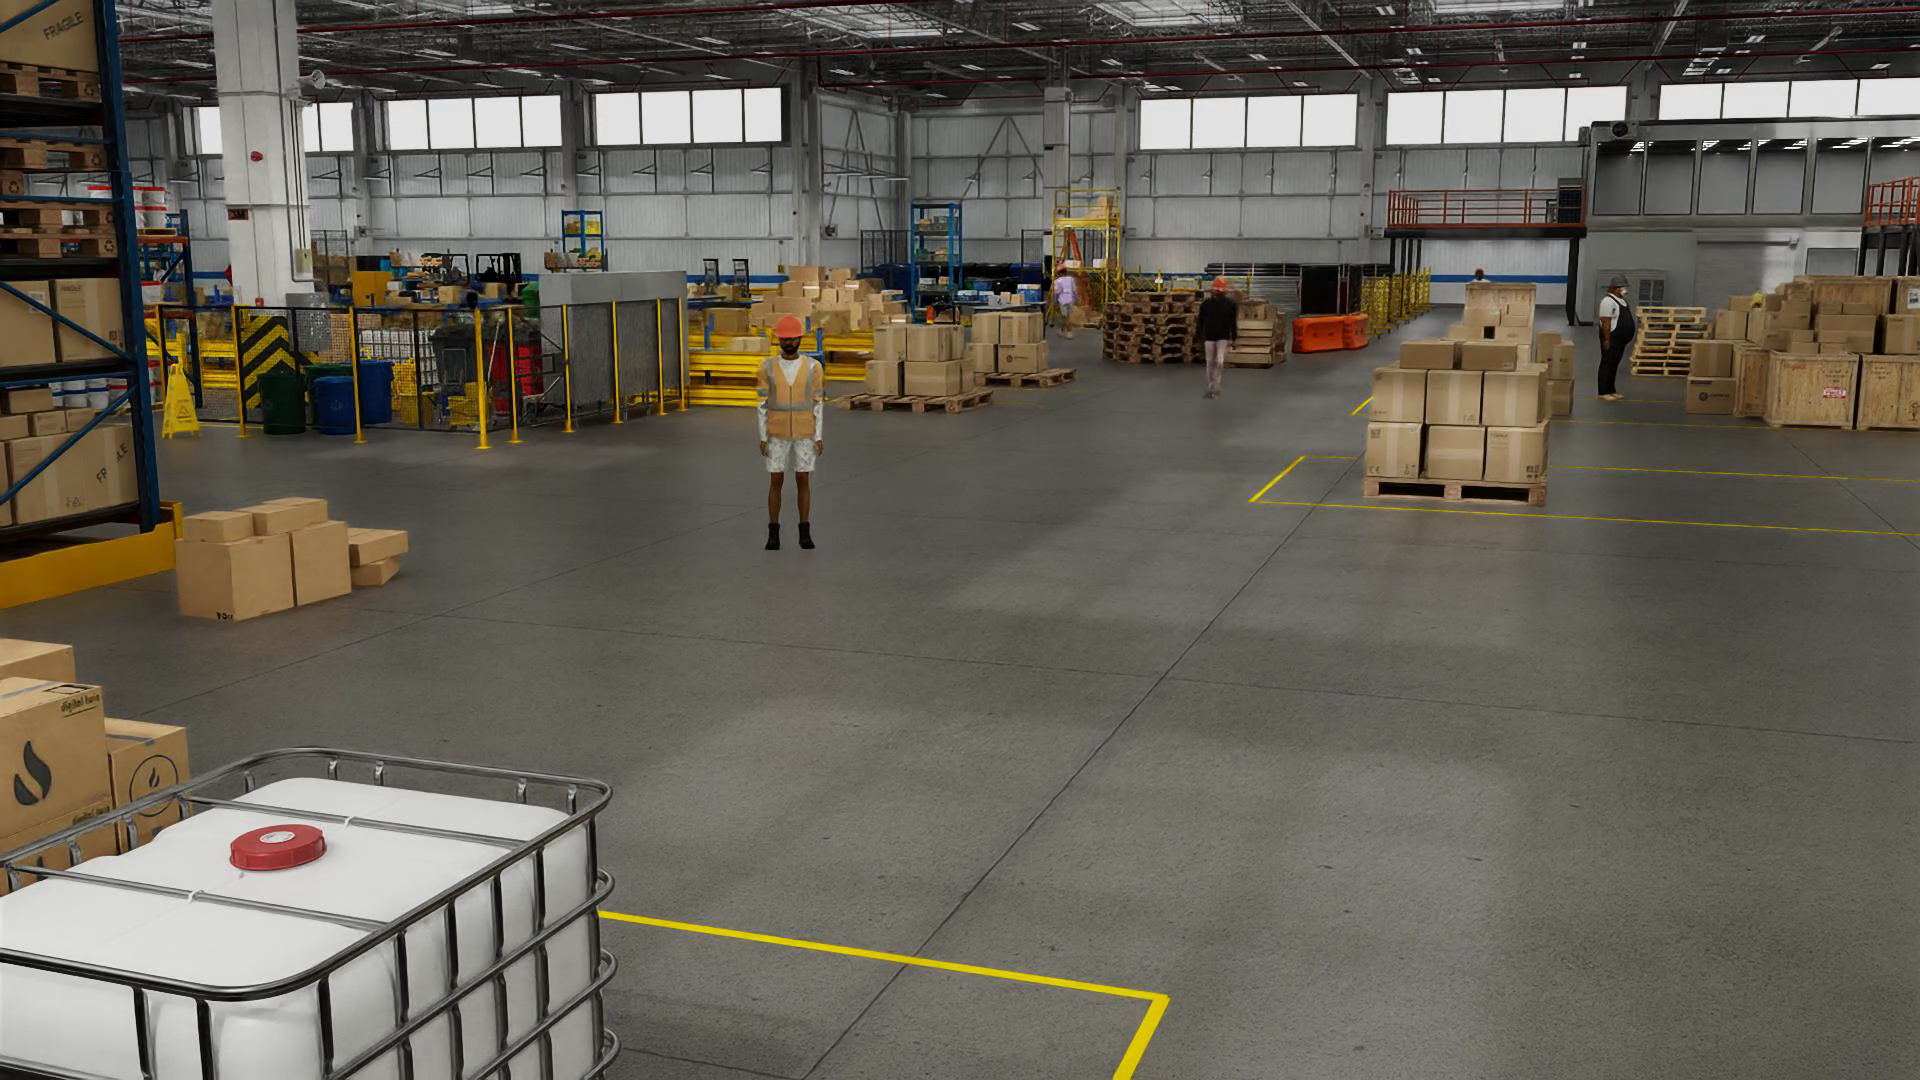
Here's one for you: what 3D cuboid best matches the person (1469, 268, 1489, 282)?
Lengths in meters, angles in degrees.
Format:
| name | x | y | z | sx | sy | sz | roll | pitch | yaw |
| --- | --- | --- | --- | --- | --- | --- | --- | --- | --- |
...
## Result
| name | x | y | z | sx | sy | sz | roll | pitch | yaw |
| --- | --- | --- | --- | --- | --- | --- | --- | --- | --- |
| person | 14.256 | -6.534 | 45.723 | 0.585 | 1.872 | 0.538 | 5 | 11 | 27 |

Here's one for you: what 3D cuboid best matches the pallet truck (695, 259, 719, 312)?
| name | x | y | z | sx | sy | sz | roll | pitch | yaw |
| --- | --- | --- | --- | --- | --- | --- | --- | --- | --- |
| pallet truck | -9.165 | -9.627 | 62.776 | 0.823 | 1.965 | 1.885 | 4 | 11 | 23 |

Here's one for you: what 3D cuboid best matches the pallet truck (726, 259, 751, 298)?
| name | x | y | z | sx | sy | sz | roll | pitch | yaw |
| --- | --- | --- | --- | --- | --- | --- | --- | --- | --- |
| pallet truck | -7.986 | -9.493 | 62.019 | 0.823 | 1.965 | 1.885 | 3 | 11 | 17 |

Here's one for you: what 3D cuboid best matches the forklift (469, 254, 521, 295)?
| name | x | y | z | sx | sy | sz | roll | pitch | yaw |
| --- | --- | --- | --- | --- | --- | --- | --- | --- | --- |
| forklift | -17.990 | -10.121 | 64.684 | 1.157 | 1.987 | 2.680 | 3 | 11 | 17 |

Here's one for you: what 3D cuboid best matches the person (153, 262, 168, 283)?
| name | x | y | z | sx | sy | sz | roll | pitch | yaw |
| --- | --- | --- | --- | --- | --- | --- | --- | --- | --- |
| person | -27.654 | -8.643 | 57.473 | 0.649 | 1.913 | 0.409 | 6 | 12 | 29 |

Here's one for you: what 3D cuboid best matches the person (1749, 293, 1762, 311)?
| name | x | y | z | sx | sy | sz | roll | pitch | yaw |
| --- | --- | --- | --- | --- | --- | --- | --- | --- | --- |
| person | 12.510 | -2.983 | 26.049 | 0.464 | 1.739 | 0.541 | 3 | 11 | 17 |

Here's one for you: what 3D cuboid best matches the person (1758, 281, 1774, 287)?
| name | x | y | z | sx | sy | sz | roll | pitch | yaw |
| --- | --- | --- | --- | --- | --- | --- | --- | --- | --- |
| person | 25.588 | -7.800 | 52.838 | 0.945 | 1.869 | 0.649 | 0 | 10 | -3 |

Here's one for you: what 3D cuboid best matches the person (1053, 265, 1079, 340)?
| name | x | y | z | sx | sy | sz | roll | pitch | yaw |
| --- | --- | --- | --- | --- | --- | --- | --- | --- | --- |
| person | 2.779 | -6.309 | 44.195 | 0.662 | 1.961 | 1.075 | -5 | 11 | -27 |

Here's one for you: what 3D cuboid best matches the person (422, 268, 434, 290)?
| name | x | y | z | sx | sy | sz | roll | pitch | yaw |
| --- | --- | --- | --- | --- | --- | --- | --- | --- | --- |
| person | -19.411 | -9.186 | 60.776 | 0.404 | 1.827 | 0.586 | -7 | 12 | -34 |

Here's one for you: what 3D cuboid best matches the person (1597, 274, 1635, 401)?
| name | x | y | z | sx | sy | sz | roll | pitch | yaw |
| --- | --- | --- | --- | --- | --- | --- | --- | --- | --- |
| person | 10.570 | -3.254 | 26.761 | 0.536 | 2.000 | 0.688 | 8 | 13 | 39 |

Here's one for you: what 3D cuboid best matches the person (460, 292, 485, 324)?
| name | x | y | z | sx | sy | sz | roll | pitch | yaw |
| --- | --- | --- | --- | --- | --- | --- | --- | --- | --- |
| person | -8.979 | -3.733 | 30.547 | 0.868 | 1.654 | 0.524 | 4 | 11 | 22 |

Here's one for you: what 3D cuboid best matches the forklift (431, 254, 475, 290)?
| name | x | y | z | sx | sy | sz | roll | pitch | yaw |
| --- | --- | --- | --- | --- | --- | --- | --- | --- | --- |
| forklift | -20.133 | -10.254 | 65.465 | 1.157 | 1.987 | 2.680 | 3 | 11 | 19 |

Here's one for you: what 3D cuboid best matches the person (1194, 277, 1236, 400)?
| name | x | y | z | sx | sy | sz | roll | pitch | yaw |
| --- | --- | --- | --- | --- | --- | --- | --- | --- | --- |
| person | 4.141 | -3.279 | 27.077 | 0.669 | 1.971 | 0.544 | 4 | 11 | 22 |

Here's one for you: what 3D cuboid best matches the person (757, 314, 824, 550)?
| name | x | y | z | sx | sy | sz | roll | pitch | yaw |
| --- | --- | --- | --- | --- | --- | --- | --- | --- | --- |
| person | -1.387 | -0.880 | 13.679 | 0.545 | 1.939 | 0.374 | -1 | 10 | -8 |
